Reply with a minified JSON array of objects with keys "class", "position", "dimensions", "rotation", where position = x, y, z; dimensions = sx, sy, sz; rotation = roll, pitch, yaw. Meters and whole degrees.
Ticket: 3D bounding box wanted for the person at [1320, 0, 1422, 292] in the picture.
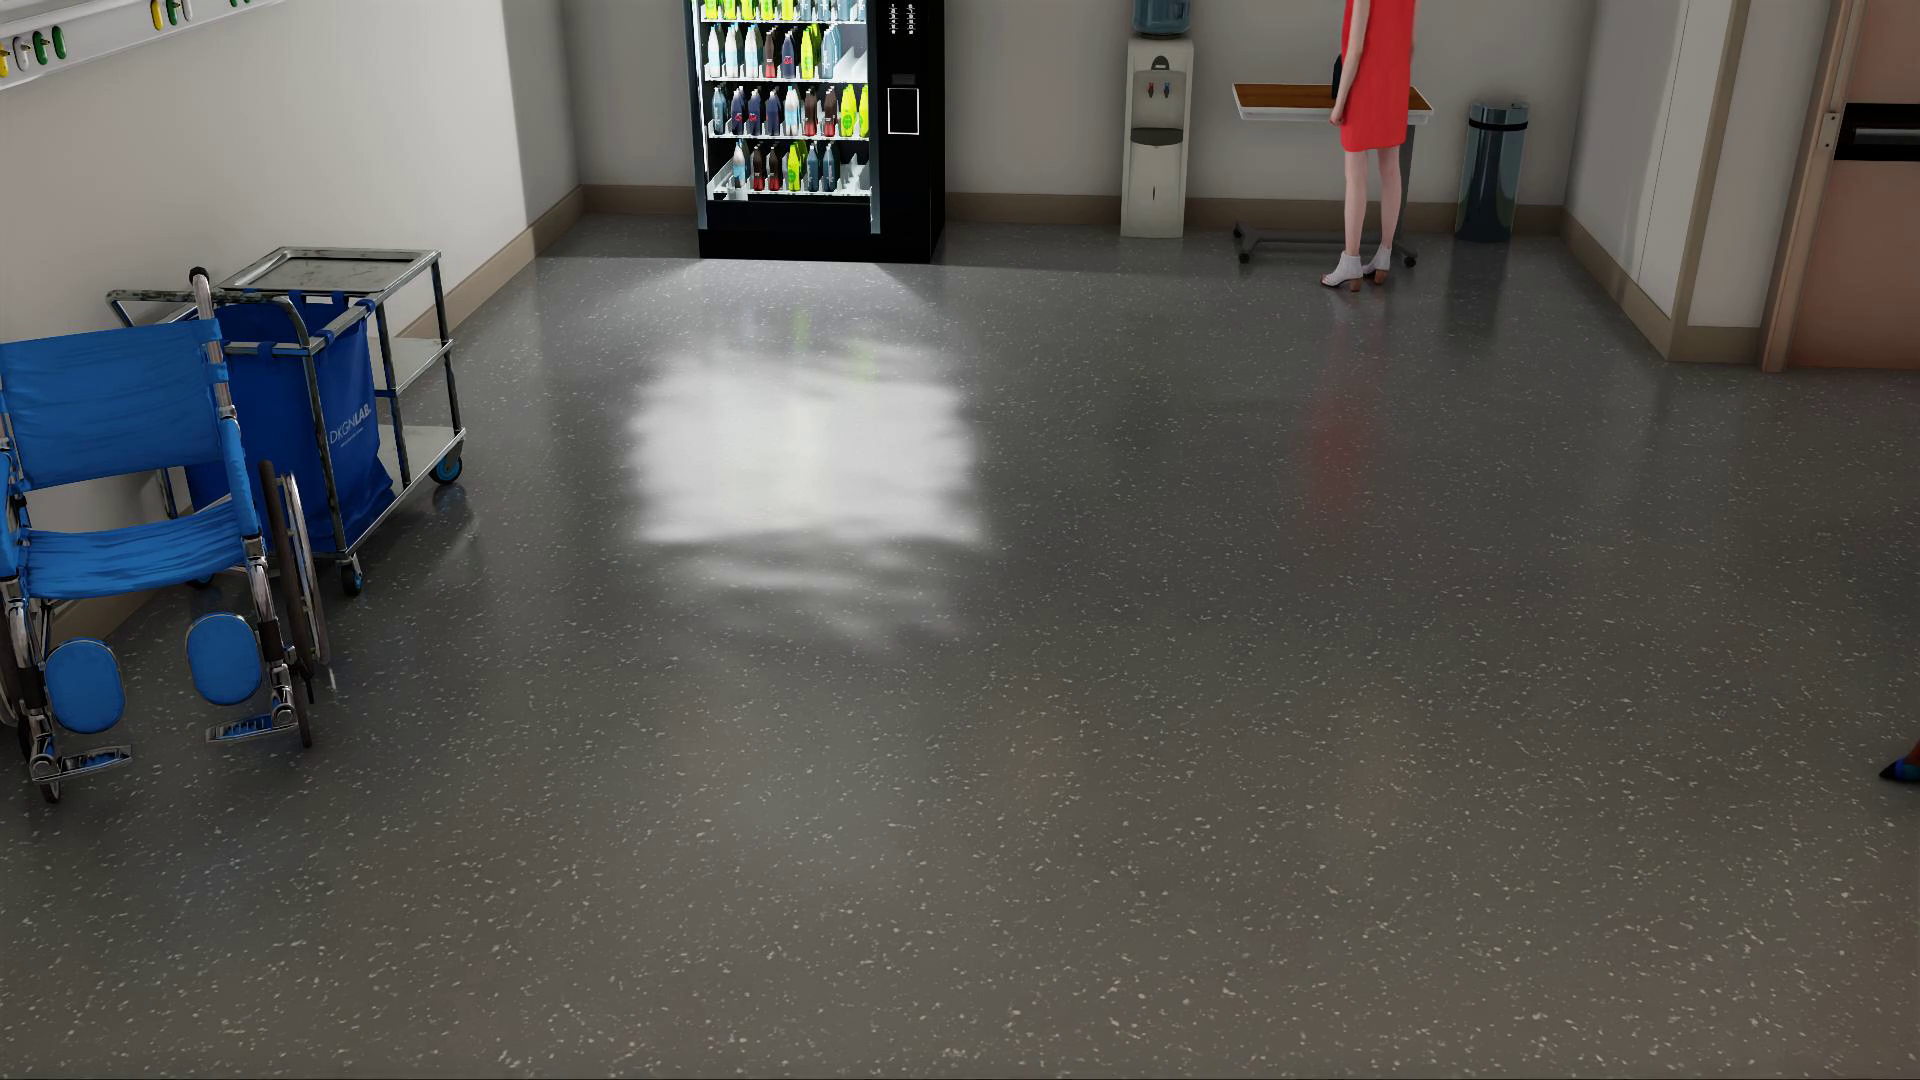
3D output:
[{"class":"person","position":[1.984,-2.108,7.927],"dimensions":[0.635,1.827,0.732],"rotation":[-14,29,-27]}]
